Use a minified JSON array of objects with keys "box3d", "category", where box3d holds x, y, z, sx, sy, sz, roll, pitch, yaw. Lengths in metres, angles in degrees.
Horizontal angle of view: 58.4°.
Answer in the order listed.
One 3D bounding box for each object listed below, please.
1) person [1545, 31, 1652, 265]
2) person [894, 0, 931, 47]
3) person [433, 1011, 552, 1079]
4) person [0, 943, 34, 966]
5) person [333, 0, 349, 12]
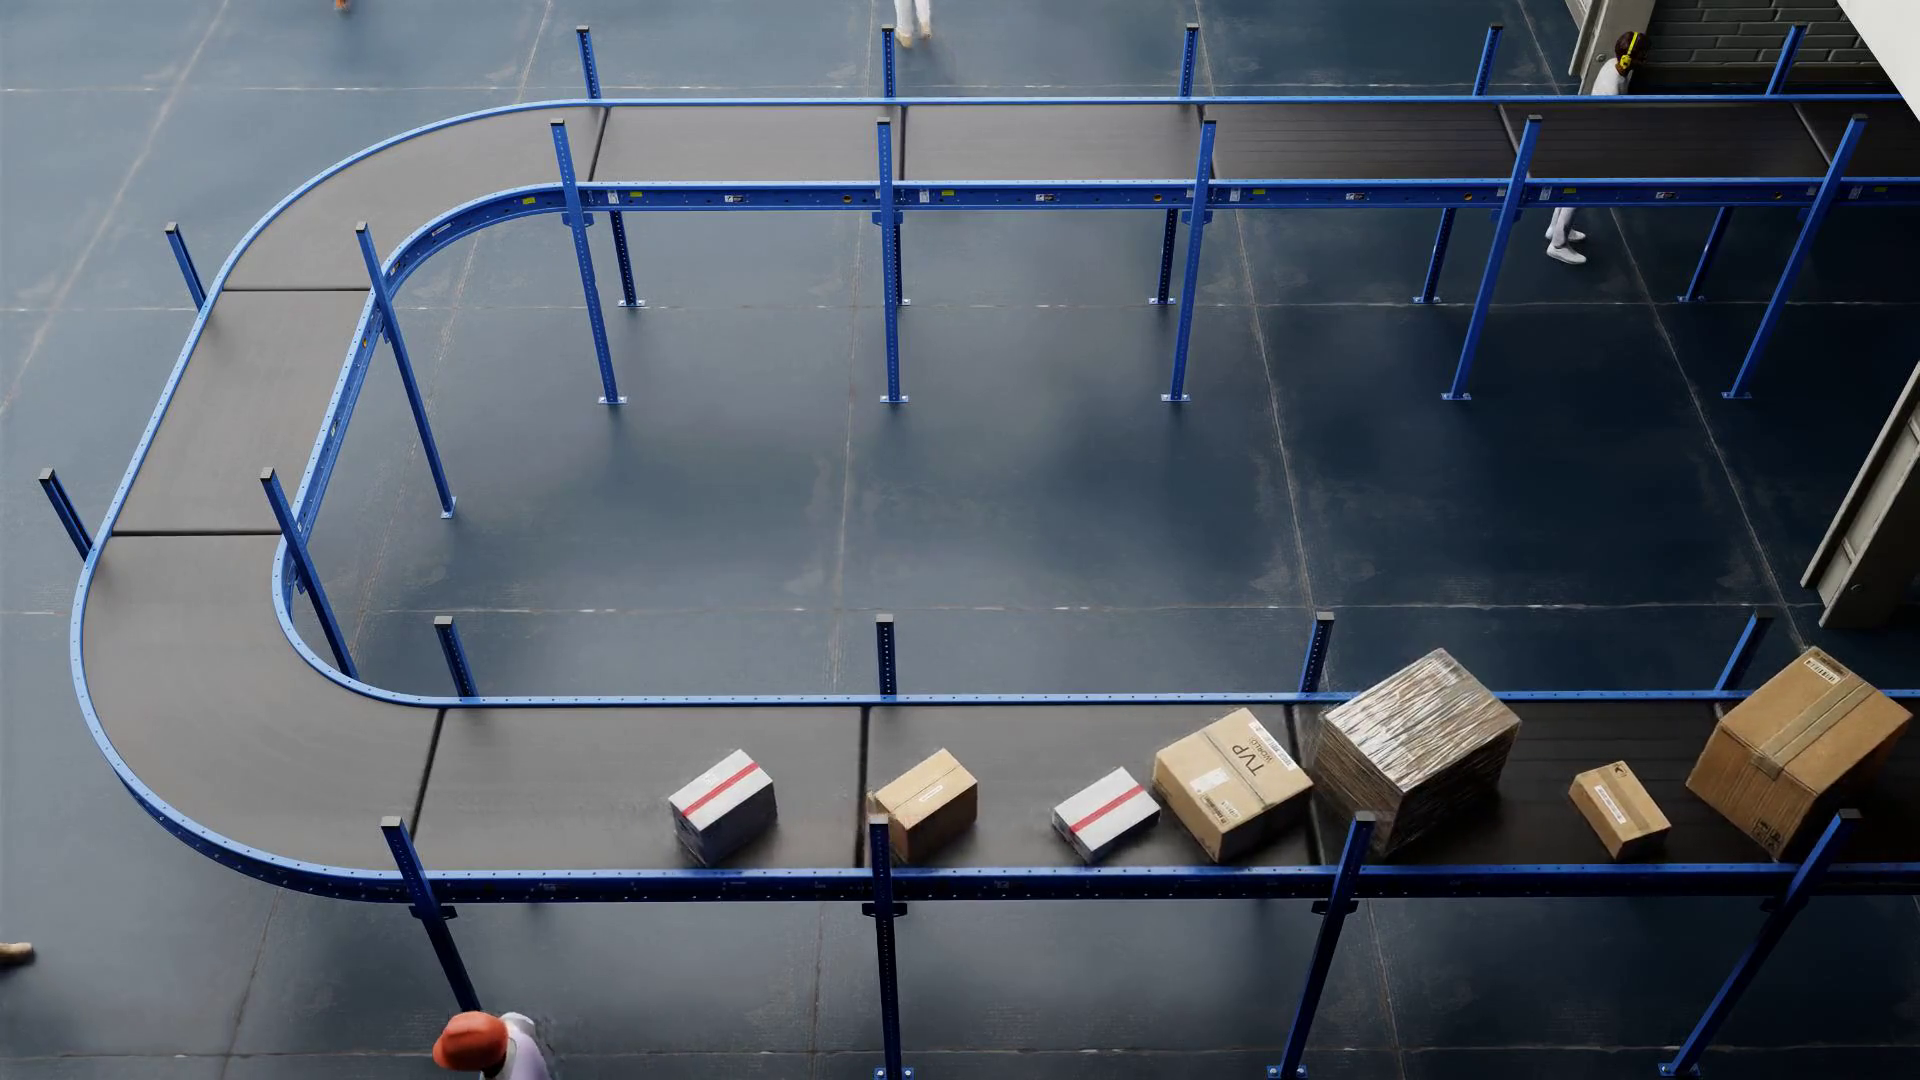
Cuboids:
[{"box3d":[4.720,-2.924,12.732,0.309,1.863,0.535,10,48,10],"category":"person"},{"box3d":[-0.457,-5.128,14.810,0.650,1.831,0.447,-16,49,-14],"category":"person"},{"box3d":[-2.045,2.574,7.580,0.923,1.899,0.550,3,47,3],"category":"person"},{"box3d":[-5.157,1.745,8.499,0.451,1.692,0.568,-10,48,-9],"category":"person"},{"box3d":[-5.792,-5.662,15.255,0.662,1.905,0.899,0,47,0],"category":"person"}]
